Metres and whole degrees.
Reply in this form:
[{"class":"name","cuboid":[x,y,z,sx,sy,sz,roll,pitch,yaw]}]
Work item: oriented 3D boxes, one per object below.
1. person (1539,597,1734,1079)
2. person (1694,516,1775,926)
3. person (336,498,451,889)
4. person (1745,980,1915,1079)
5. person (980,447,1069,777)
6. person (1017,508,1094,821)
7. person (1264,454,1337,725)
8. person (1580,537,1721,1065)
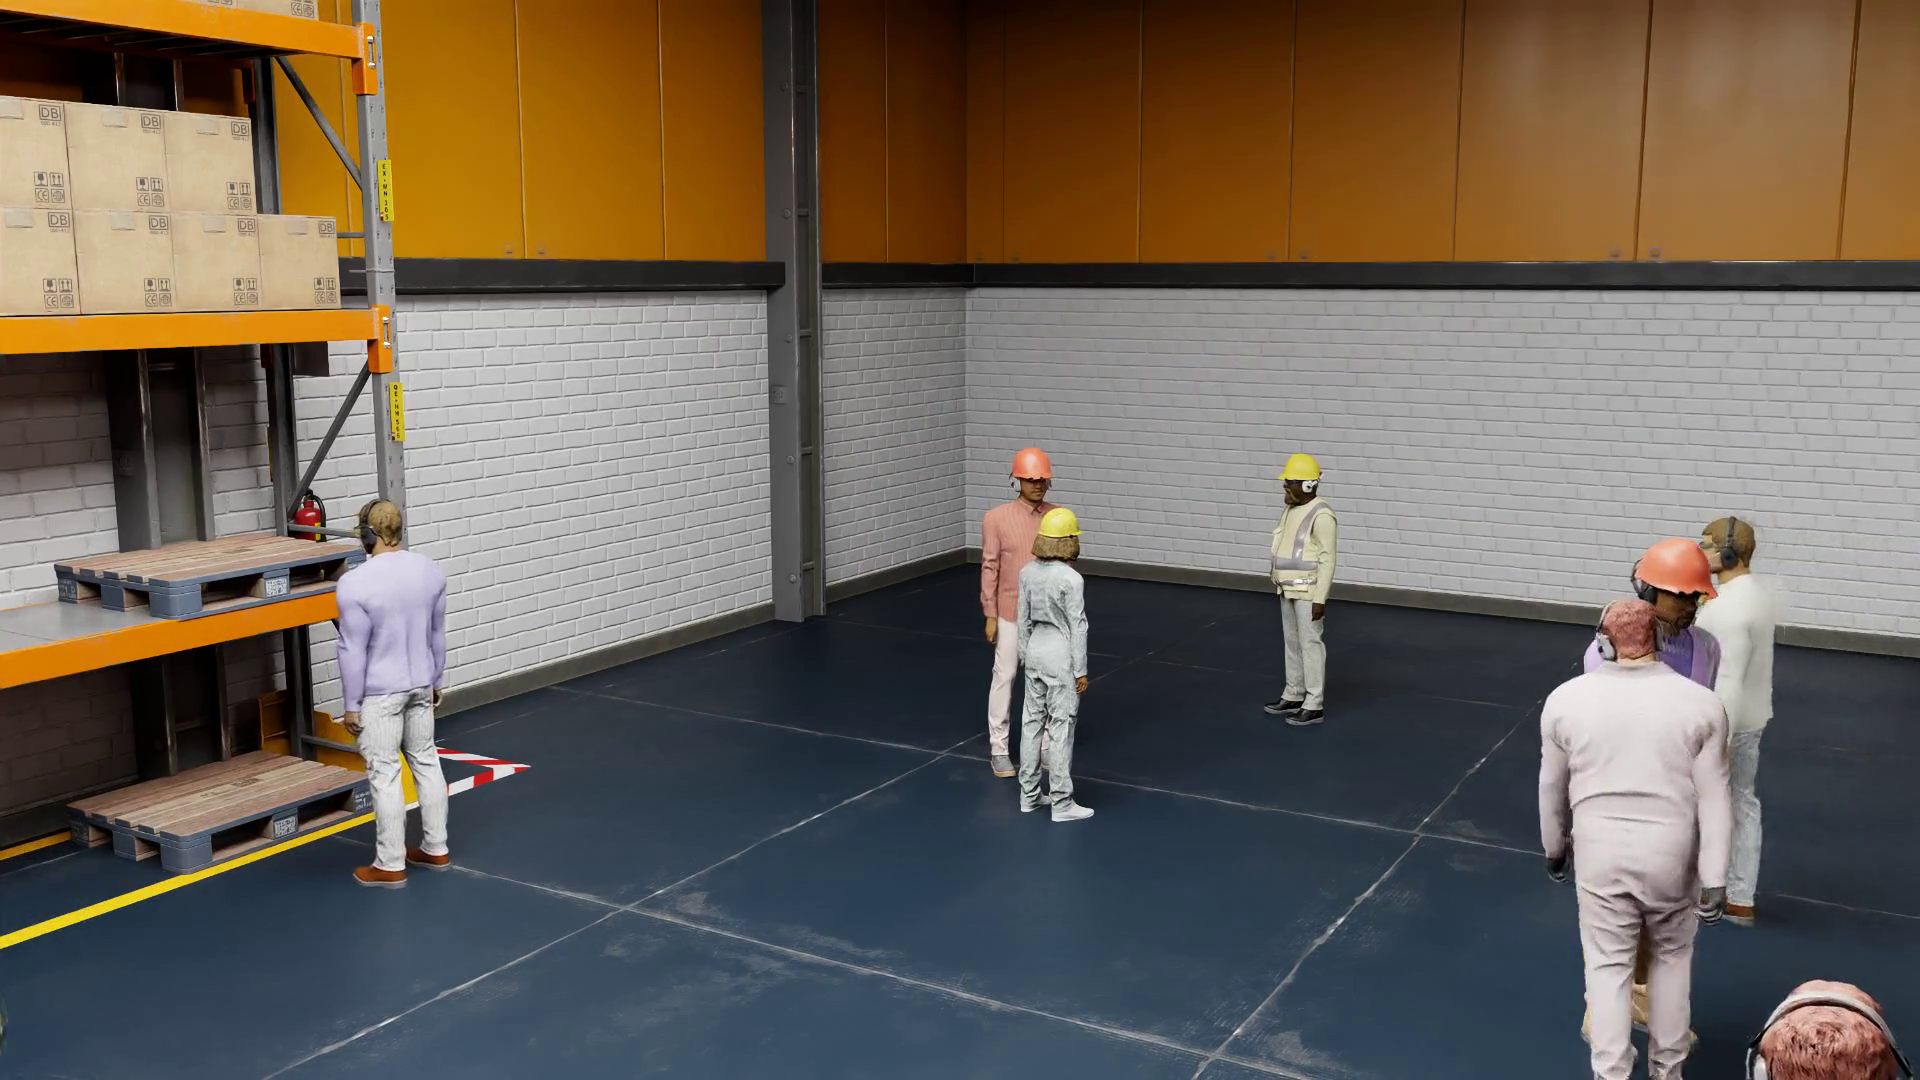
[{"class":"person","cuboid":[2.419,1.150,6.013,0.671,1.856,0.652,5,10,28]},{"class":"person","cuboid":[3.452,0.836,7.763,0.667,1.921,0.655,7,11,36]},{"class":"person","cuboid":[-2.810,0.751,8.278,0.357,1.931,0.629,6,11,31]},{"class":"person","cuboid":[1.382,1.657,2.746,0.643,1.901,0.395,8,12,39]},{"class":"person","cuboid":[0.413,0.430,10.075,0.609,1.996,0.383,-4,10,-24]},{"class":"person","cuboid":[0.535,0.685,9.273,0.319,1.742,0.492,-8,12,-41]},{"class":"person","cuboid":[2.296,0.327,11.227,0.404,1.829,0.600,-2,9,-15]},{"class":"person","cuboid":[2.681,0.994,6.419,0.607,2.041,0.377,-4,10,-23]}]
